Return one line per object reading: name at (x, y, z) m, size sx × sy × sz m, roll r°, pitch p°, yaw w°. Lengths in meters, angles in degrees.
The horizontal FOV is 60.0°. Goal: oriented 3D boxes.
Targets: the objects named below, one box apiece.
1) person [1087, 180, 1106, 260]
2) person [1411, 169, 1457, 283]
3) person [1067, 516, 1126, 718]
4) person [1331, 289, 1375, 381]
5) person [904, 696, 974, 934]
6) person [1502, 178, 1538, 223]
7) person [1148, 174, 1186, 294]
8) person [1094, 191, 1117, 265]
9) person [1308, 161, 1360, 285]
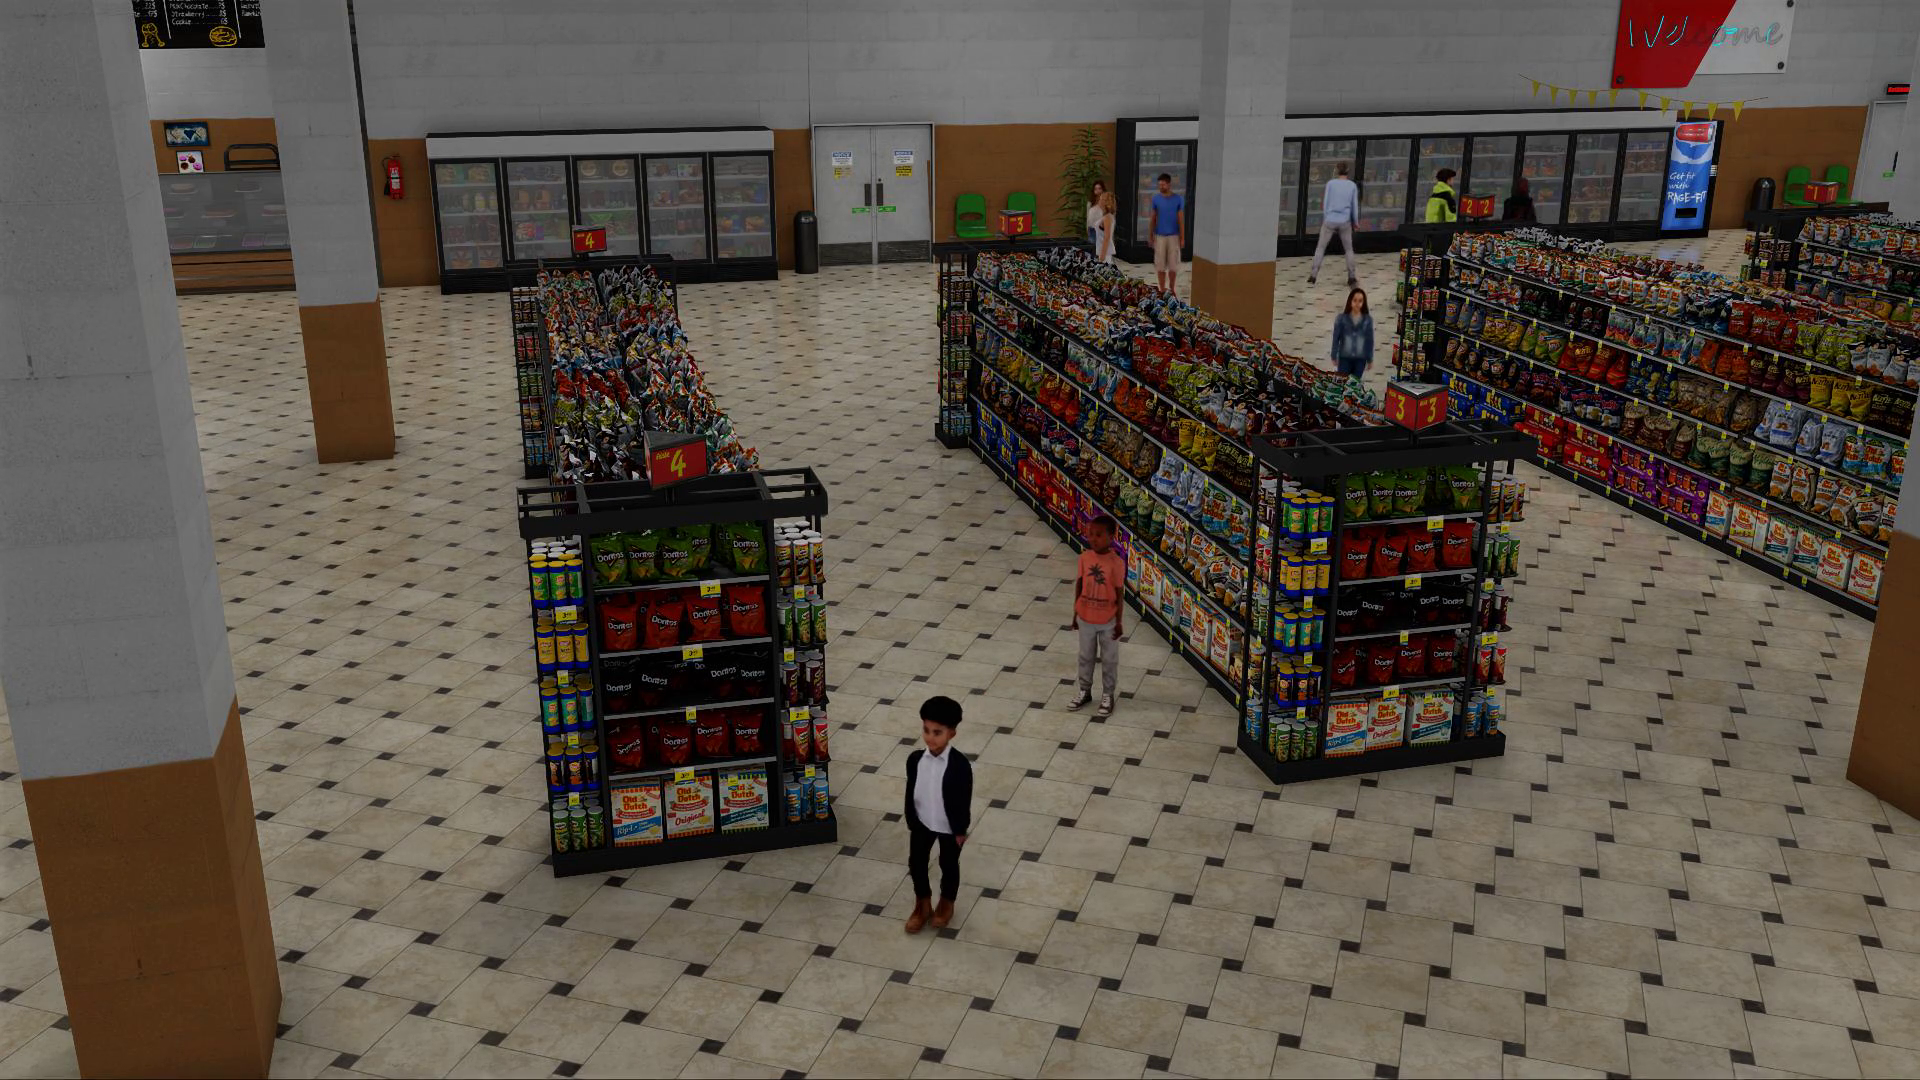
person at (2.093, -4.465, 24.669) m, size 0.987 × 1.691 × 1.213 m, roll 5°, pitch 19°, yaw 15°
person at (6.723, -4.259, 23.657) m, size 0.947 × 1.947 × 1.142 m, roll -1°, pitch 19°, yaw -4°
person at (0.893, 0.468, 10.633) m, size 0.567 × 1.310 × 0.628 m, roll 11°, pitch 21°, yaw 29°
person at (4.110, -1.898, 17.457) m, size 0.721 × 1.433 × 0.881 m, roll 1°, pitch 19°, yaw 4°
person at (-0.083, 1.326, 8.231) m, size 0.631 × 1.219 × 0.688 m, roll 8°, pitch 20°, yaw 22°
person at (7.973, -4.339, 24.128) m, size 0.936 × 1.797 × 1.175 m, roll -13°, pitch 22°, yaw -33°
person at (3.039, -4.430, 24.335) m, size 0.842 × 1.836 × 0.885 m, roll 5°, pitch 19°, yaw 16°
person at (2.083, -4.126, 23.694) m, size 0.717 × 1.671 × 0.587 m, roll 2°, pitch 19°, yaw 5°
person at (5.852, -4.857, 25.568) m, size 1.072 × 1.857 × 0.998 m, roll 2°, pitch 19°, yaw 6°
